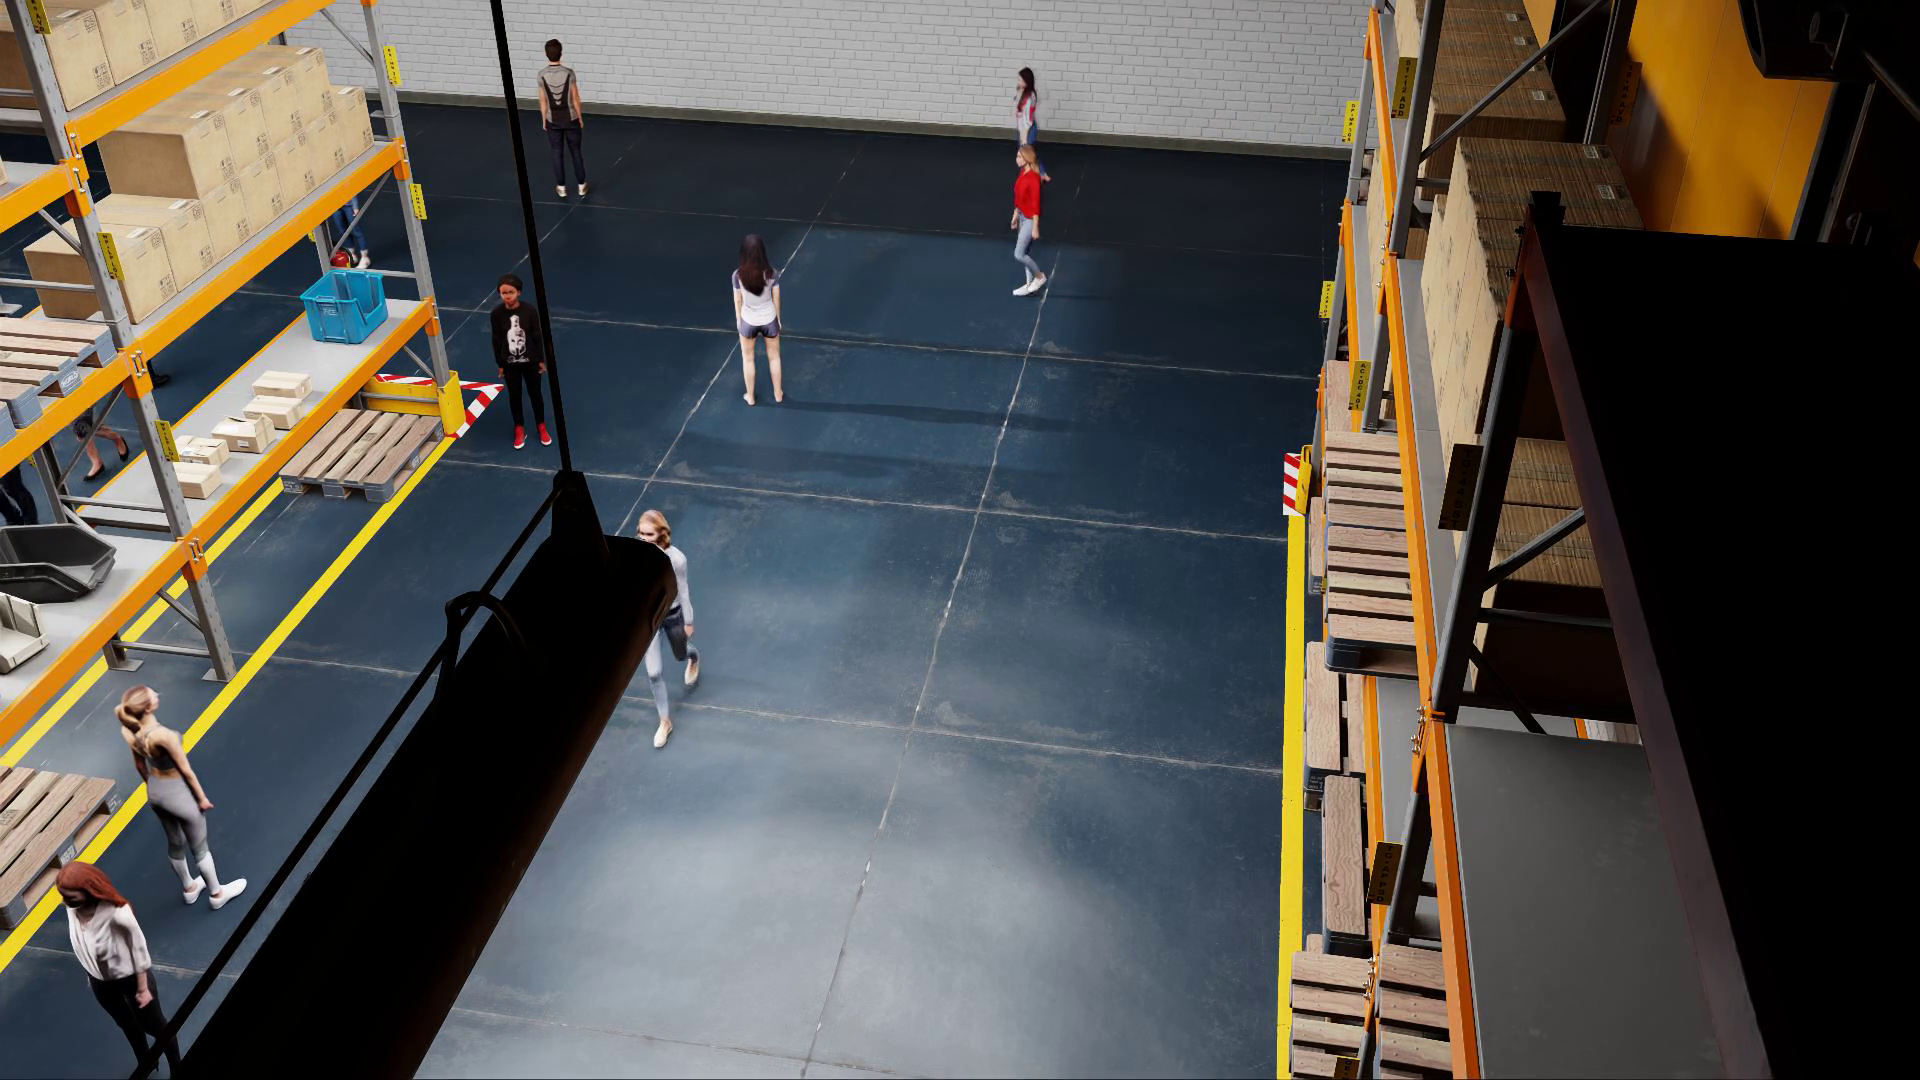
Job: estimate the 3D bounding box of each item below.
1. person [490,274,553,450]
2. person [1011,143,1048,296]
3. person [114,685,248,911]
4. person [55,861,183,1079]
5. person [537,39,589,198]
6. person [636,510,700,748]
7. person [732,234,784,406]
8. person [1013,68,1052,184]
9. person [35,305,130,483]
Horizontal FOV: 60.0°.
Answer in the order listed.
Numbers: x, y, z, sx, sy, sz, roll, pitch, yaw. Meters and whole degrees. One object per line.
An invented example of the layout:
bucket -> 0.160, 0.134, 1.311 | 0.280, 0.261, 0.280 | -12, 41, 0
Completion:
person -> -4.003, -1.638, 15.131 | 0.676, 1.674, 0.674 | -8, 34, -12
person -> 0.805, -3.409, 17.779 | 0.791, 1.693, 0.693 | -9, 35, -14
person -> -4.854, 1.586, 10.254 | 0.601, 1.702, 0.591 | 12, 35, 17
person -> -4.542, 2.379, 9.008 | 0.618, 1.762, 0.543 | 10, 35, 15
person -> -4.818, -5.103, 20.148 | 0.703, 1.890, 0.668 | -7, 34, -10
person -> -2.070, 0.525, 11.793 | 0.598, 1.767, 1.115 | 5, 34, 8
person -> -1.916, -2.086, 15.778 | 0.652, 1.704, 0.637 | -7, 34, -10
person -> 0.844, -4.984, 20.243 | 0.843, 1.587, 0.790 | 0, 34, 1
person -> -7.769, -1.349, 14.681 | 0.606, 1.691, 0.724 | 9, 35, 13
